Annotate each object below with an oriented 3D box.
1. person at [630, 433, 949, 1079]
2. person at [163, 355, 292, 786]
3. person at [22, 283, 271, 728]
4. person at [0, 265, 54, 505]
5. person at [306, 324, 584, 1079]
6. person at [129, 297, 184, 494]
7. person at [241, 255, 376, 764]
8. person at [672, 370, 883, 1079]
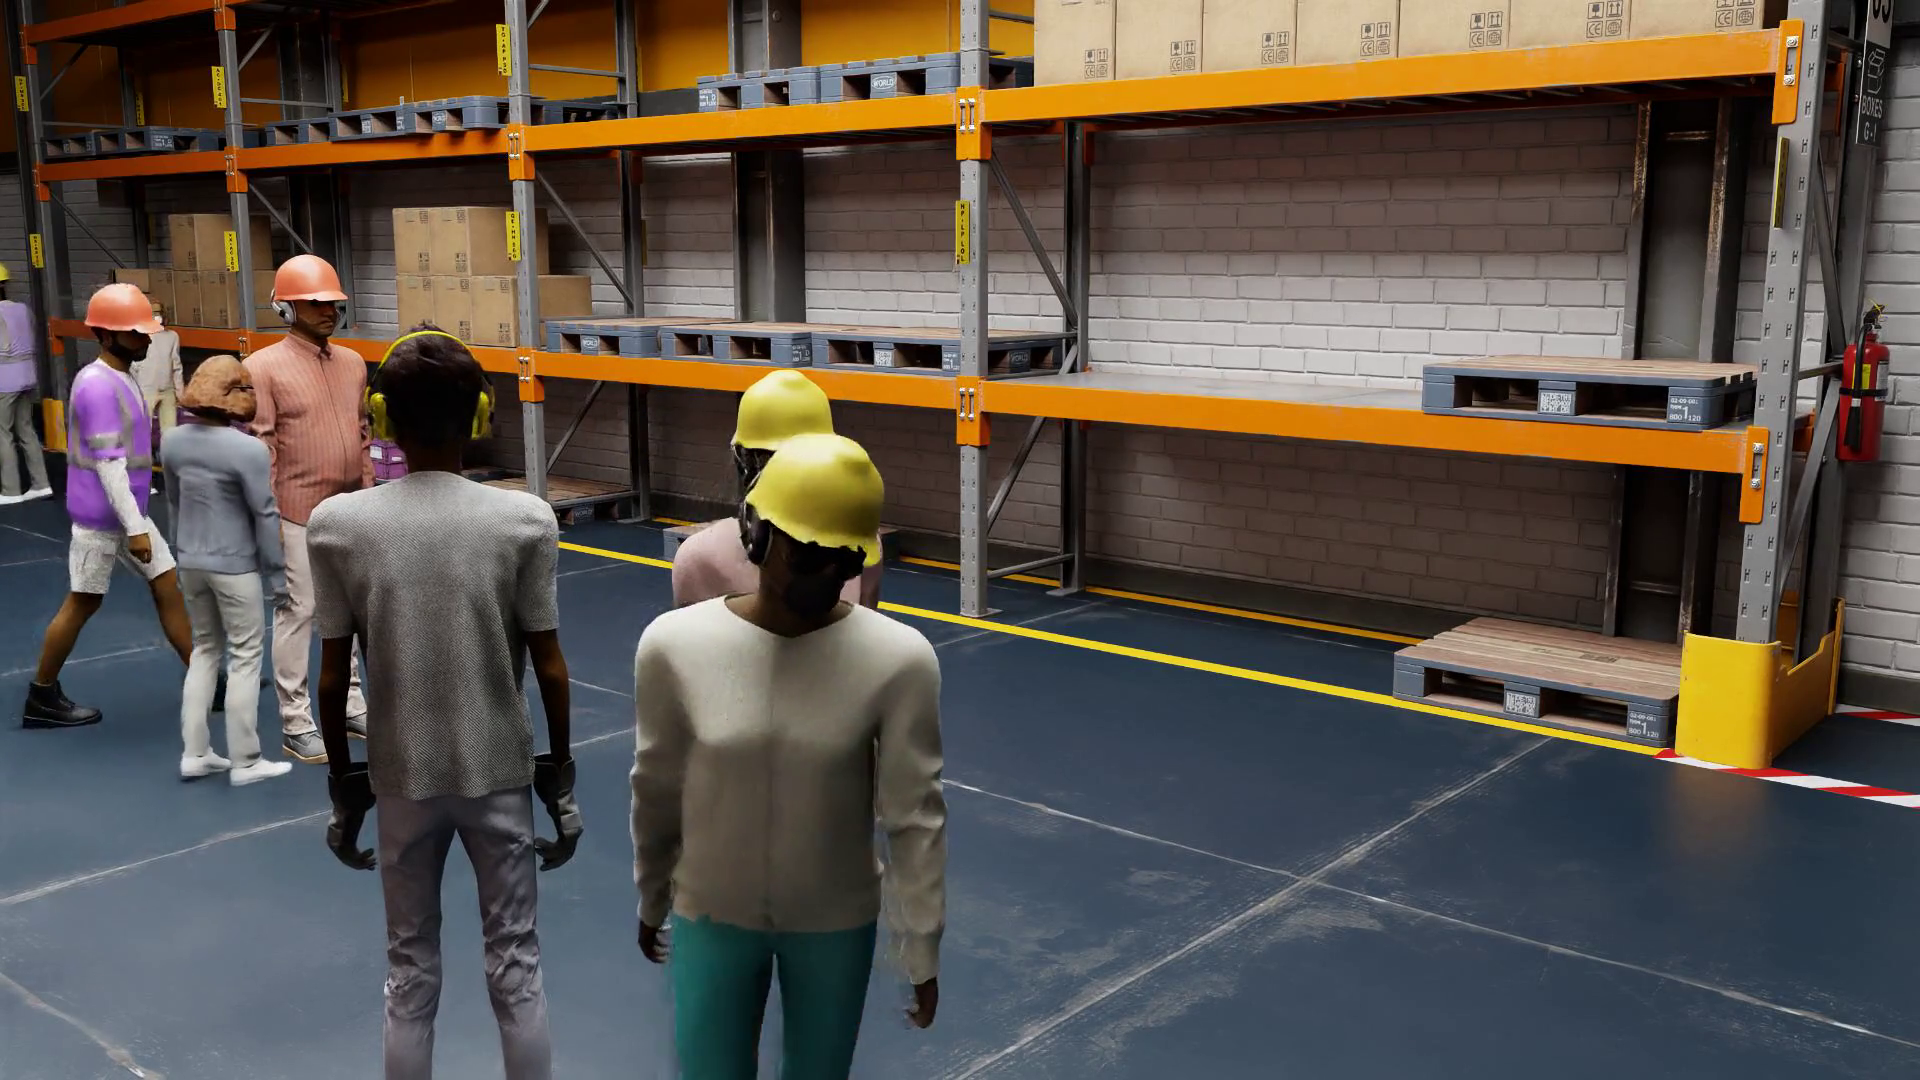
[{"bbox_3d":[-0.296,0.661,2.890,0.545,1.721,0.519,-1,10,-5],"label":"person"},{"bbox_3d":[-2.766,0.122,6.269,0.509,1.625,0.300,4,11,21],"label":"person"},{"bbox_3d":[-3.535,-0.134,7.019,0.999,1.878,0.584,-2,10,-13],"label":"person"},{"bbox_3d":[-7.509,-1.228,13.113,0.404,1.918,0.616,1,10,8],"label":"person"},{"bbox_3d":[-1.036,0.503,3.401,0.516,1.872,0.327,-1,10,-8],"label":"person"},{"bbox_3d":[-6.664,-1.195,13.775,0.284,1.626,0.493,6,12,31],"label":"person"},{"bbox_3d":[-2.551,-0.126,6.628,0.380,1.994,0.618,4,11,24],"label":"person"},{"bbox_3d":[-0.370,0.514,3.639,0.525,1.769,0.313,-8,13,-38],"label":"person"}]
